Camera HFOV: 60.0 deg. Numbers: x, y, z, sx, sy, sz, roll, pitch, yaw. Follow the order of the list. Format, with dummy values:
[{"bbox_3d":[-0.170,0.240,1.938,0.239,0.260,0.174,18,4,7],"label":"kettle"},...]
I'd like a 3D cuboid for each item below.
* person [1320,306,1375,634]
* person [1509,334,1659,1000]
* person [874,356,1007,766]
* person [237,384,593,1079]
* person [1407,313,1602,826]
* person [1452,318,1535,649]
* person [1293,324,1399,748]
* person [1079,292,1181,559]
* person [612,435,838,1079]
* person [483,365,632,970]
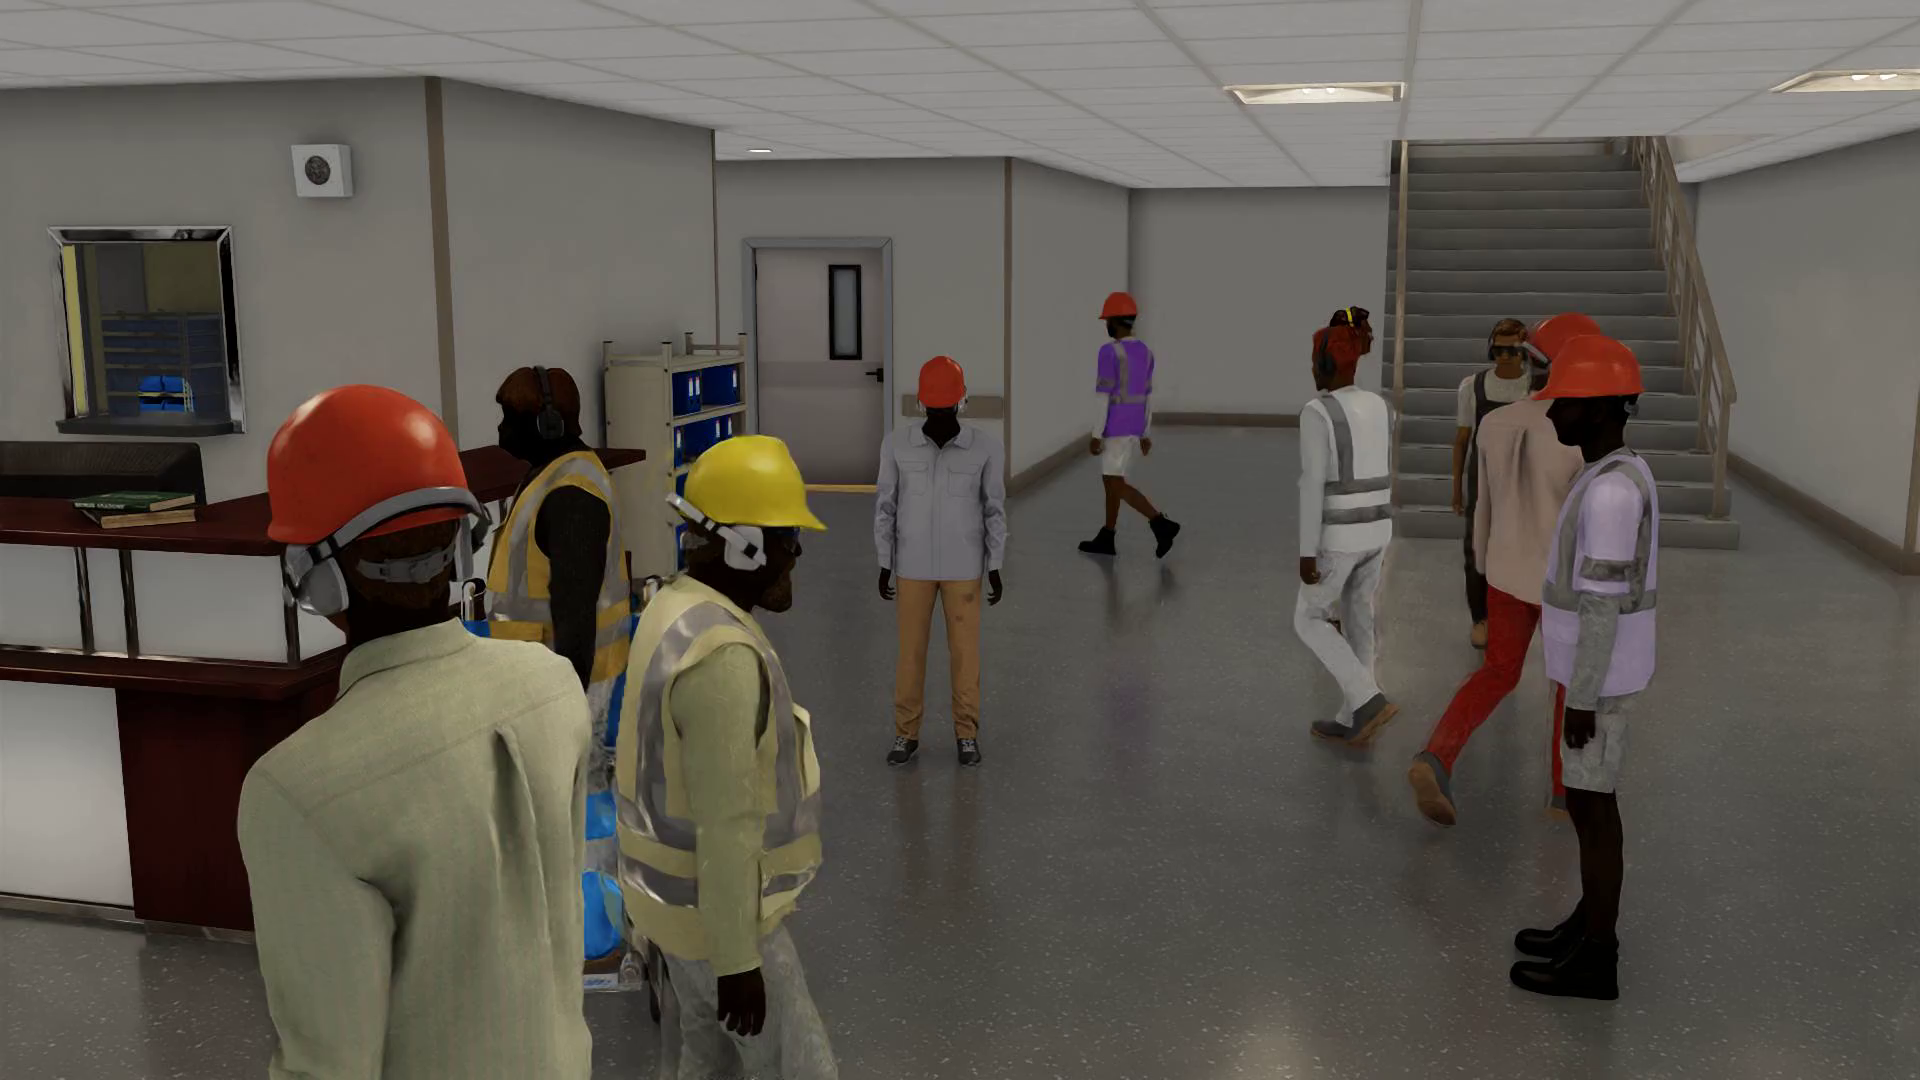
[{"bbox_3d":[2.208,-0.392,9.510,0.328,1.876,0.514,0,10,1],"label":"person"},{"bbox_3d":[1.825,0.371,4.866,0.381,1.931,0.545,4,10,22],"label":"person"},{"bbox_3d":[-0.086,0.094,7.024,0.562,1.743,0.337,1,10,4],"label":"person"},{"bbox_3d":[-0.691,0.795,2.176,0.391,1.991,0.613,3,10,18],"label":"person"},{"bbox_3d":[2.116,0.133,6.191,0.916,1.949,0.631,-6,11,-31],"label":"person"},{"bbox_3d":[2.886,-0.258,8.831,0.534,1.828,0.396,3,10,18],"label":"person"},{"bbox_3d":[1.707,0.005,7.212,0.589,1.865,0.540,-7,12,-36],"label":"person"},{"bbox_3d":[1.214,-0.800,11.818,0.822,1.909,0.541,7,12,37],"label":"person"},{"bbox_3d":[-0.457,0.696,3.288,0.430,1.805,0.641,-3,10,-15],"label":"person"},{"bbox_3d":[-1.217,0.387,5.057,0.429,1.835,0.630,-3,10,-16],"label":"person"}]
